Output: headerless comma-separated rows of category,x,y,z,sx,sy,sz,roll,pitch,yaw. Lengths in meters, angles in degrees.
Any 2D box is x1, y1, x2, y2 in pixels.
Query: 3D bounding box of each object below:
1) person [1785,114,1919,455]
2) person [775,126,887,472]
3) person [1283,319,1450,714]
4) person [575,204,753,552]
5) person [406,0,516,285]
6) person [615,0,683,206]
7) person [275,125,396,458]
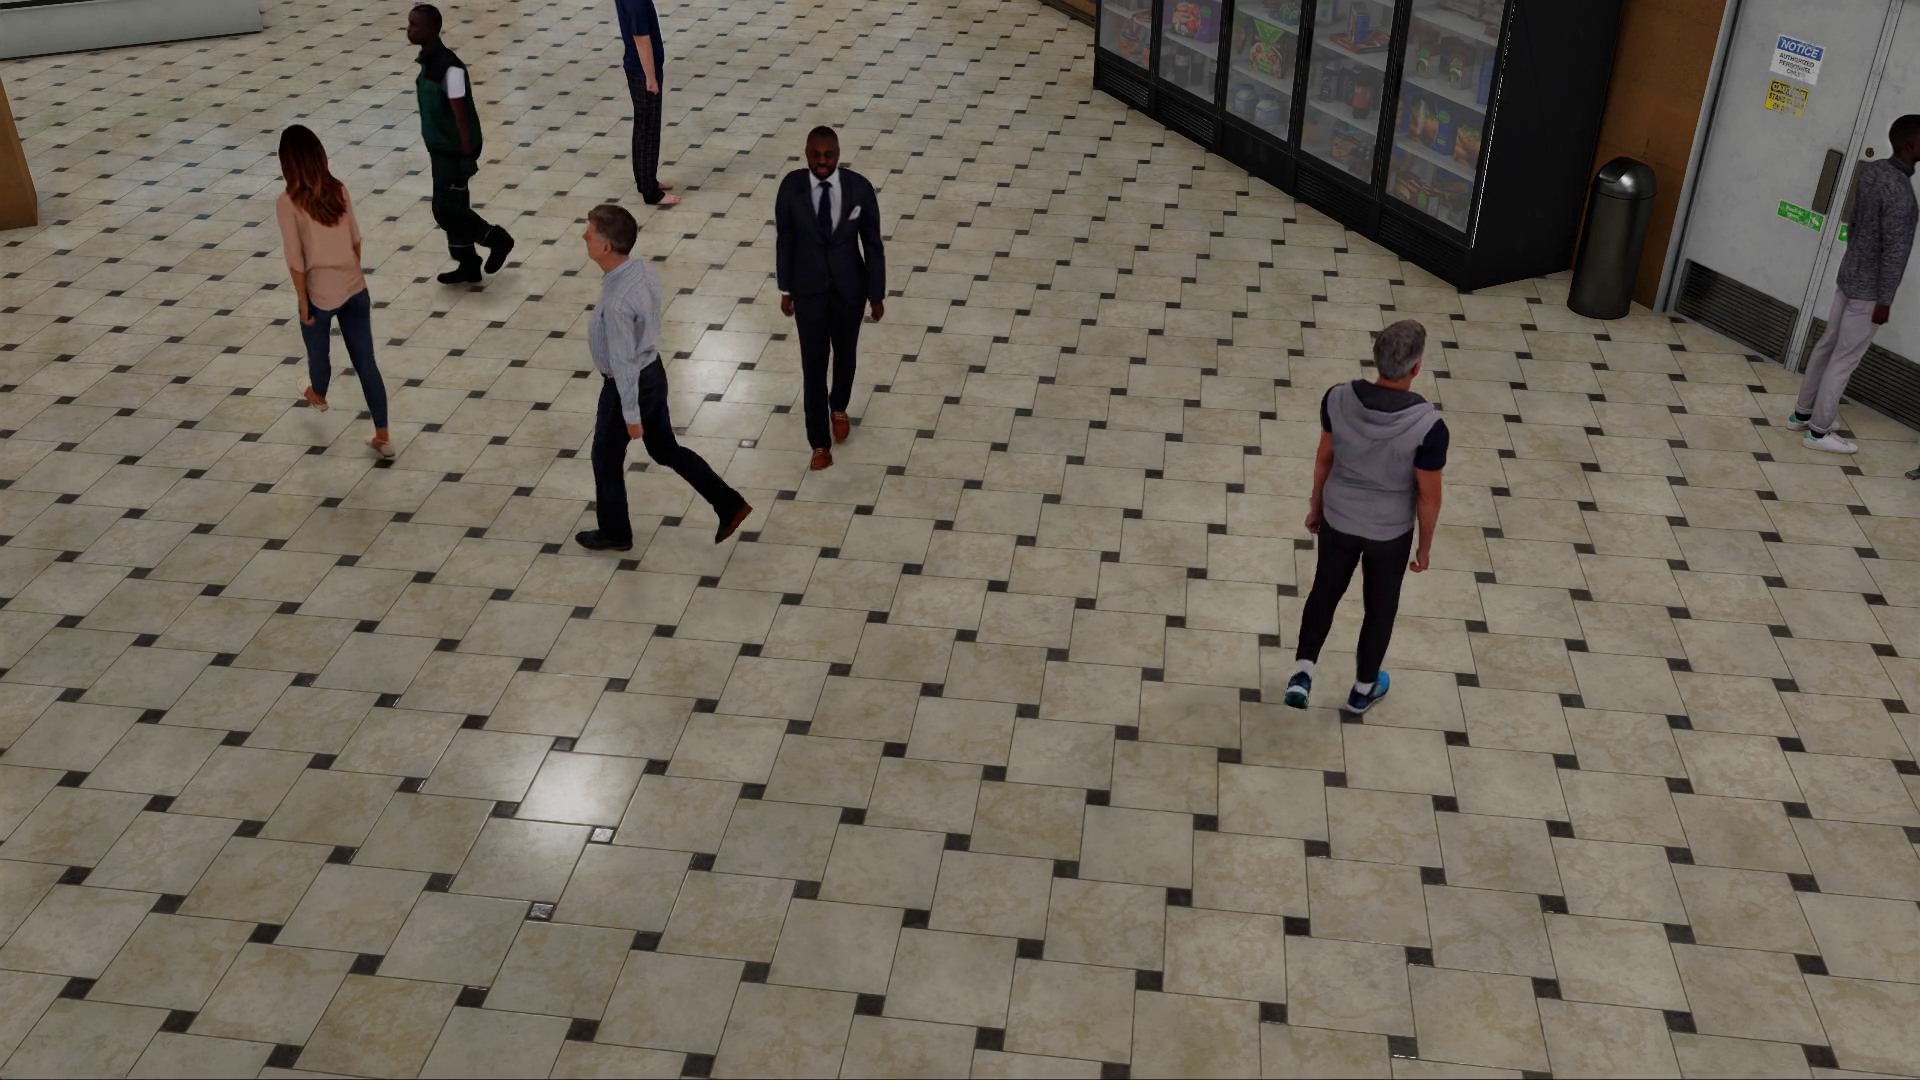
person,4.799,-1.364,8.847,0.754,1.838,0.767,4,32,6
person,-0.695,-1.336,8.847,1.150,1.789,1.009,-3,32,-5
person,1.599,-0.010,6.693,0.954,1.813,1.049,20,37,28
person,-1.455,-0.706,7.830,1.222,1.794,1.073,6,32,9
person,-3.199,-2.524,10.721,0.812,1.827,0.755,-20,37,-28
person,-2.299,-3.392,12.076,0.595,1.869,0.691,-8,33,-13
person,-3.241,-1.247,8.750,1.138,1.741,0.911,-27,41,-36
